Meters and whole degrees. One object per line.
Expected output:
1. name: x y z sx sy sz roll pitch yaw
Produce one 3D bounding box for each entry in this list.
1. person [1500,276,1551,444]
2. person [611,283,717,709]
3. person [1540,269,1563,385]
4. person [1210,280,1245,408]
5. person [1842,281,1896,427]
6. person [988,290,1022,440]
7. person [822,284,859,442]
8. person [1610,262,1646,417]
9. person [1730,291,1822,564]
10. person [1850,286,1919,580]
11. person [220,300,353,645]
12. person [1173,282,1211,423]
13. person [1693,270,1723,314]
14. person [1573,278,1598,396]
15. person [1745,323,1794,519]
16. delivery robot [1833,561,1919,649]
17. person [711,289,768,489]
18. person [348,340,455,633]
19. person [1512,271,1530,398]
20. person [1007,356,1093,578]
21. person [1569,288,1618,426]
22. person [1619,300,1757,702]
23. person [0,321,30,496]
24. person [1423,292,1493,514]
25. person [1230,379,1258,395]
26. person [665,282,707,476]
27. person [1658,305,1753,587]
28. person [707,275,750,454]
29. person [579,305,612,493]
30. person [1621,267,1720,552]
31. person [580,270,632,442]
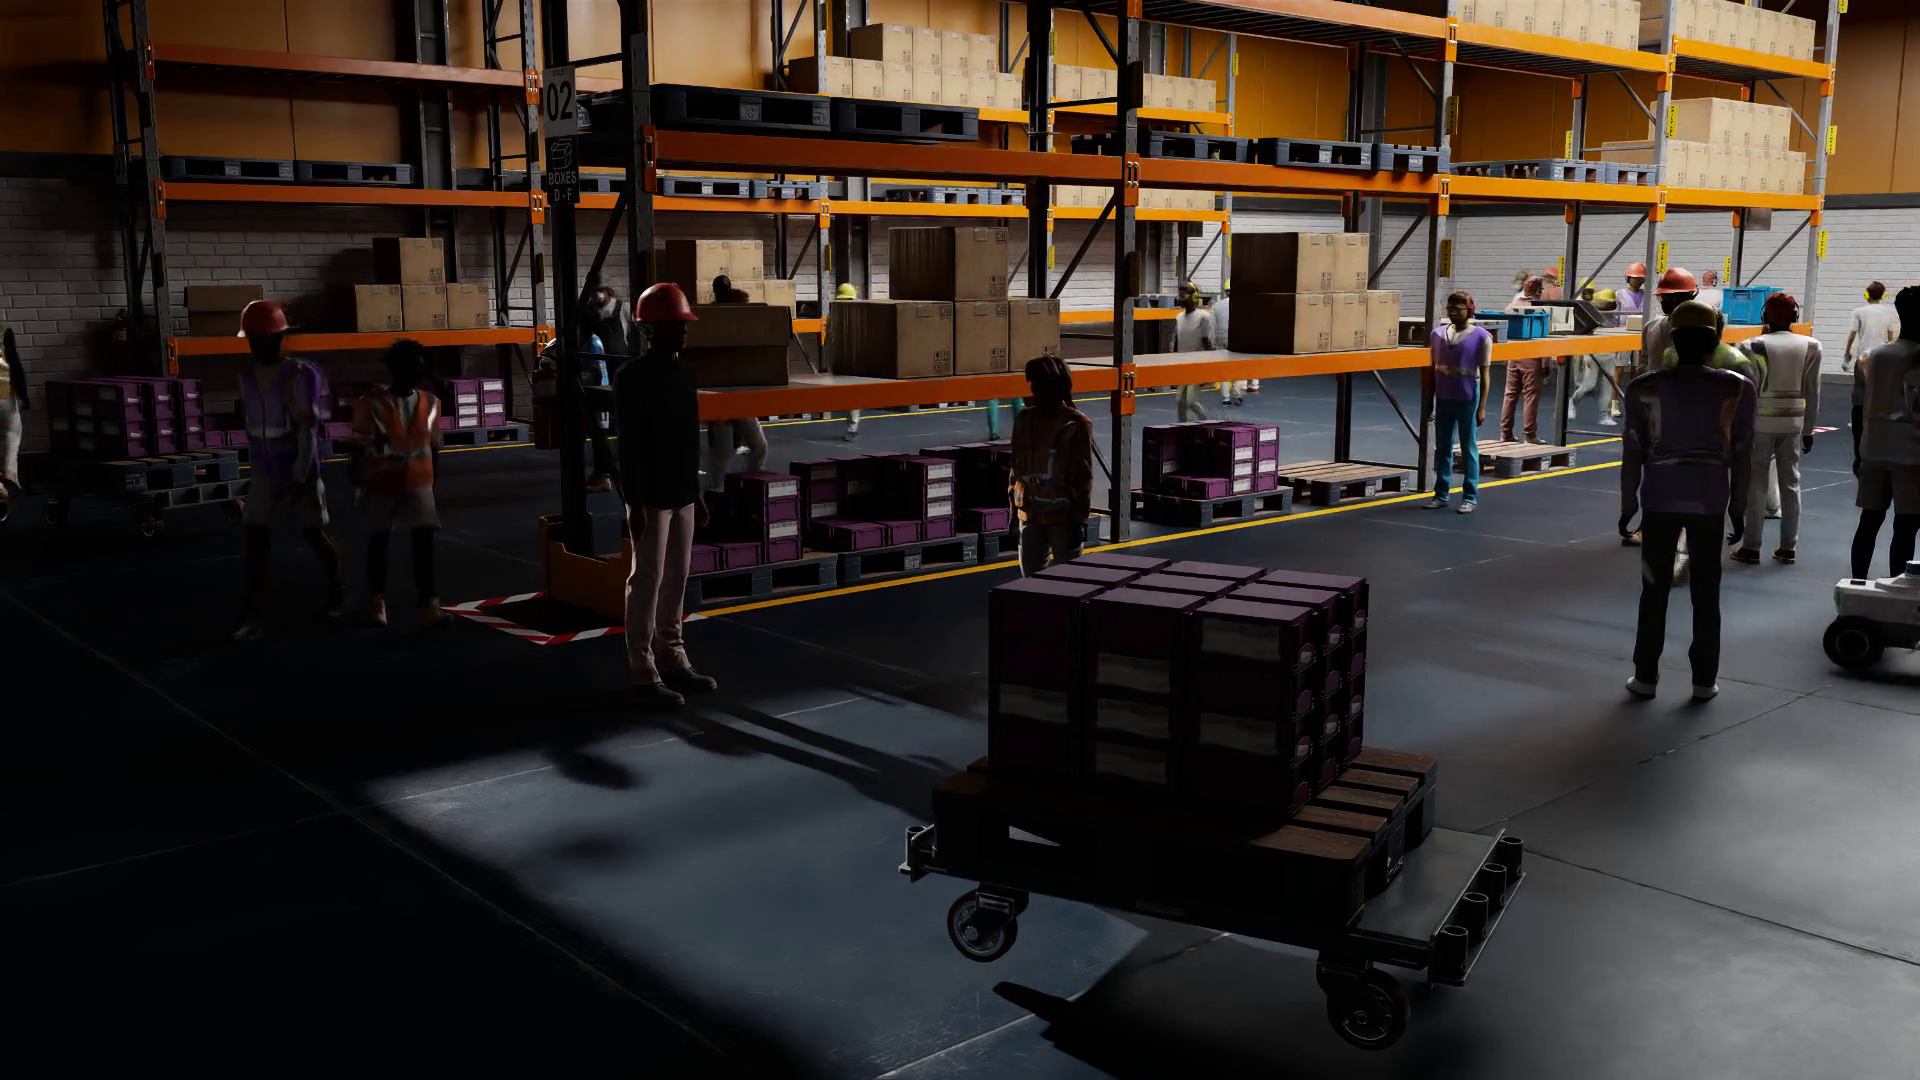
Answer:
1. person: 6.440 -2.027 18.838 0.396 1.899 0.636 -6 12 -33
2. person: -1.401 -0.214 7.922 0.378 1.996 0.610 4 10 22
3. person: 9.554 -3.456 27.142 0.619 1.920 1.082 4 10 22
4. person: 3.847 -2.782 23.471 0.620 1.814 0.610 3 10 19
5. person: 11.055 -2.227 20.195 0.529 1.836 0.941 1 10 6
6. person: 0.546 -2.044 19.409 0.556 1.732 0.848 4 10 21
7. person: -1.320 -2.030 19.117 0.622 1.798 0.792 4 10 22
8. person: 8.864 -2.630 21.936 0.616 2.040 0.381 -1 10 -5
9. person: 5.614 -0.767 11.482 0.581 1.884 0.339 0 10 1
10. person: 5.469 -0.500 9.681 0.361 1.963 0.614 -3 10 -18
11. person: -3.809 -0.398 9.352 0.544 1.887 0.965 2 10 12
12. person: 2.530 -1.881 18.112 0.484 1.853 0.545 -8 13 -40
13. person: 11.218 -3.083 24.982 0.409 1.909 0.641 -8 13 -39
14. person: 9.587 -3.115 25.503 0.620 1.781 0.942 3 10 18
15. person: 6.574 -0.990 13.509 0.308 1.641 0.515 -3 10 -16
16. delivery robot: 4.904 0.351 8.554 0.707 0.478 0.477 7 12 34
17. person: -1.763 -1.078 13.388 0.658 1.862 0.576 5 11 26
18. person: -3.154 -0.290 9.329 0.608 1.646 0.869 -7 12 -35
19. person: 8.455 -3.081 25.025 0.349 1.913 0.781 2 10 12
20. person: 0.444 -0.098 8.288 0.517 1.641 0.308 9 13 43
21. person: 8.085 -2.330 21.086 0.493 1.721 0.690 -3 10 -18
22. person: 3.458 -0.182 7.961 0.584 1.919 0.375 3 10 17
23. person: -8.529 -1.247 14.541 0.677 1.808 0.485 -4 10 -20
24. person: 4.146 -1.138 13.820 0.389 1.837 0.564 -8 13 -39
25. person: 4.419 -3.194 25.581 0.643 1.925 0.394 -7 12 -37
26. person: -2.872 -1.538 16.015 0.737 1.886 0.650 2 10 12
27. person: 4.854 -0.620 10.834 0.740 1.821 0.632 -6 11 -31
28. person: -2.544 -1.875 17.874 0.593 1.920 0.391 1 10 8
29. person: -3.316 -1.273 14.996 0.321 1.695 0.537 -3 10 -20
30. person: 5.115 -0.934 11.998 0.379 2.041 0.616 -6 11 -32
31. person: -3.596 -1.768 16.893 0.705 2.000 0.737 -1 10 -3
